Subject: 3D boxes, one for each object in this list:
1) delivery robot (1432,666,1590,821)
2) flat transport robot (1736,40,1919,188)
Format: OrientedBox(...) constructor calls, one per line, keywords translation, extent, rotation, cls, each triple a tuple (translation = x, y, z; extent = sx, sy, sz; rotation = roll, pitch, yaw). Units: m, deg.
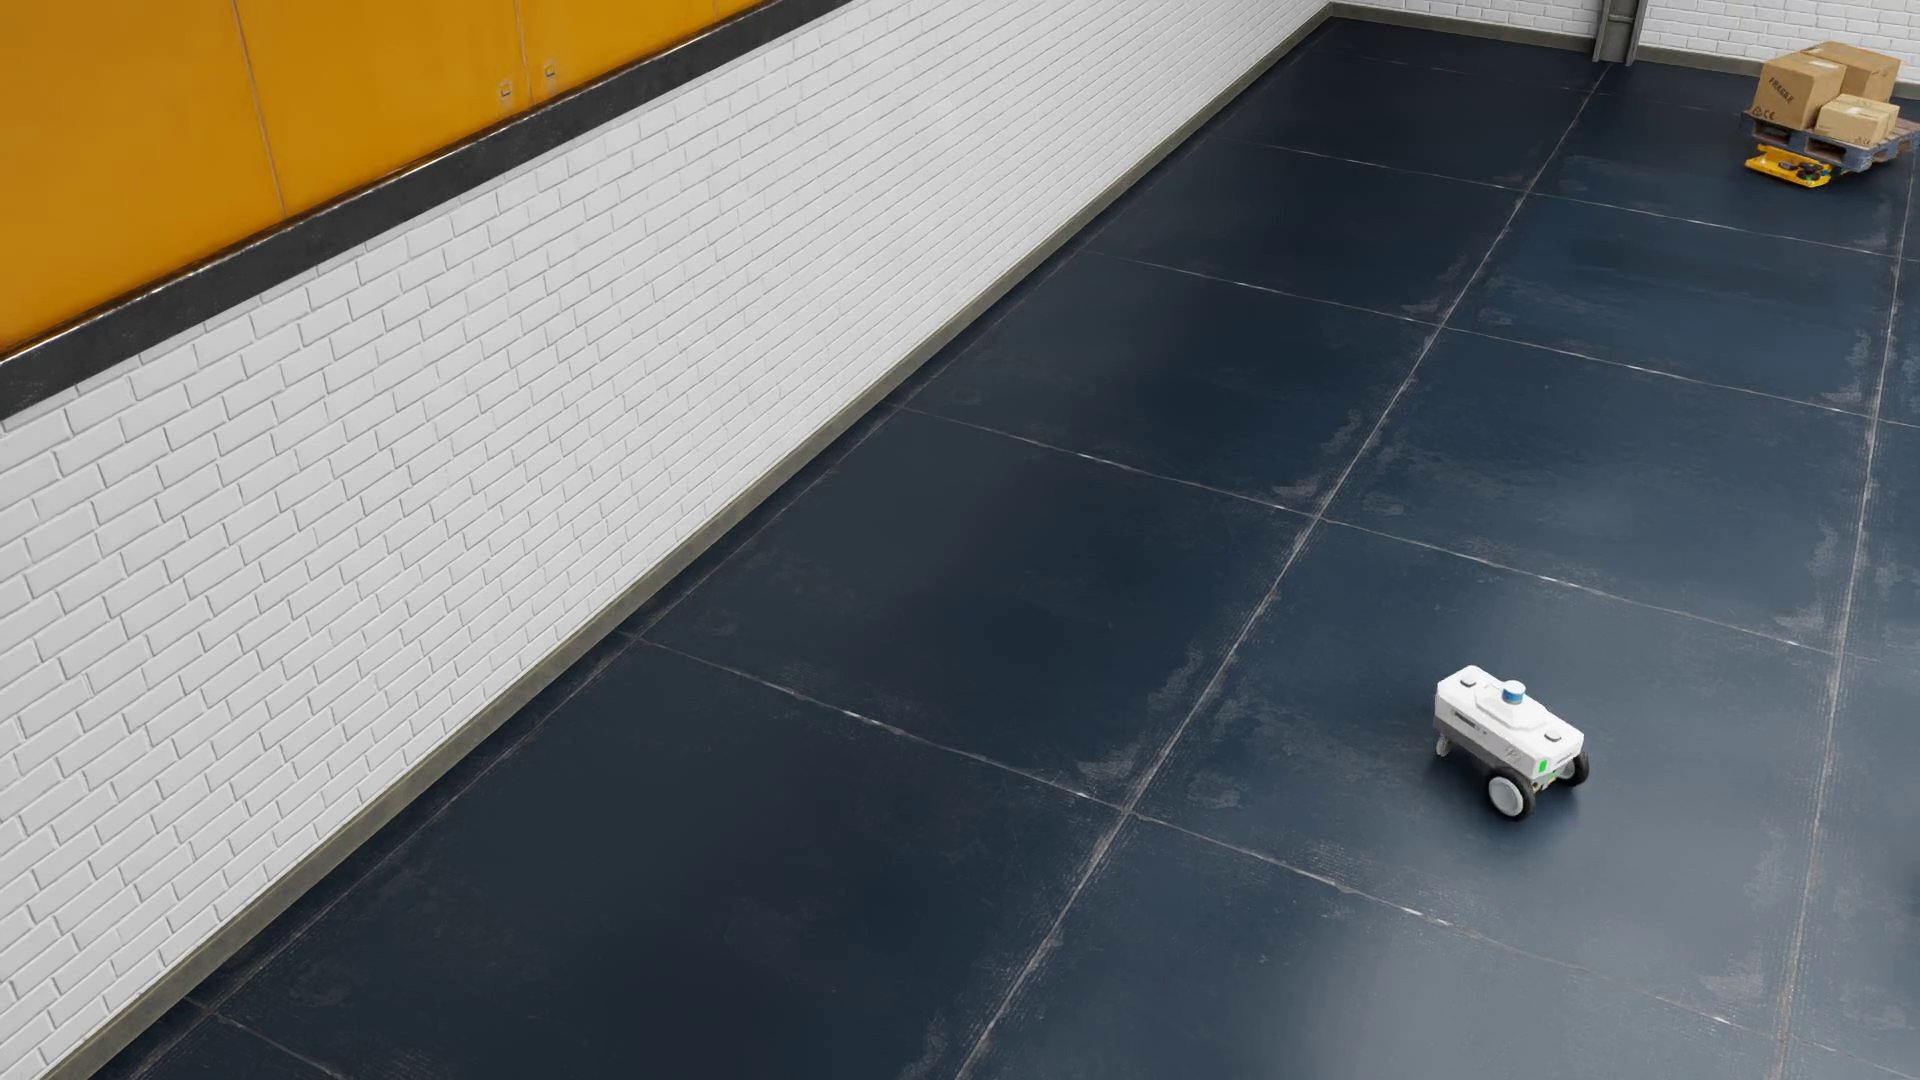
OrientedBox(translation=(2.733, 0.987, 8.270), extent=(0.505, 0.614, 0.785), rotation=(-22, 40, -29), cls="delivery robot")
OrientedBox(translation=(7.927, -3.558, 15.271), extent=(1.431, 0.231, 0.659), rotation=(-22, 40, -29), cls="flat transport robot")
